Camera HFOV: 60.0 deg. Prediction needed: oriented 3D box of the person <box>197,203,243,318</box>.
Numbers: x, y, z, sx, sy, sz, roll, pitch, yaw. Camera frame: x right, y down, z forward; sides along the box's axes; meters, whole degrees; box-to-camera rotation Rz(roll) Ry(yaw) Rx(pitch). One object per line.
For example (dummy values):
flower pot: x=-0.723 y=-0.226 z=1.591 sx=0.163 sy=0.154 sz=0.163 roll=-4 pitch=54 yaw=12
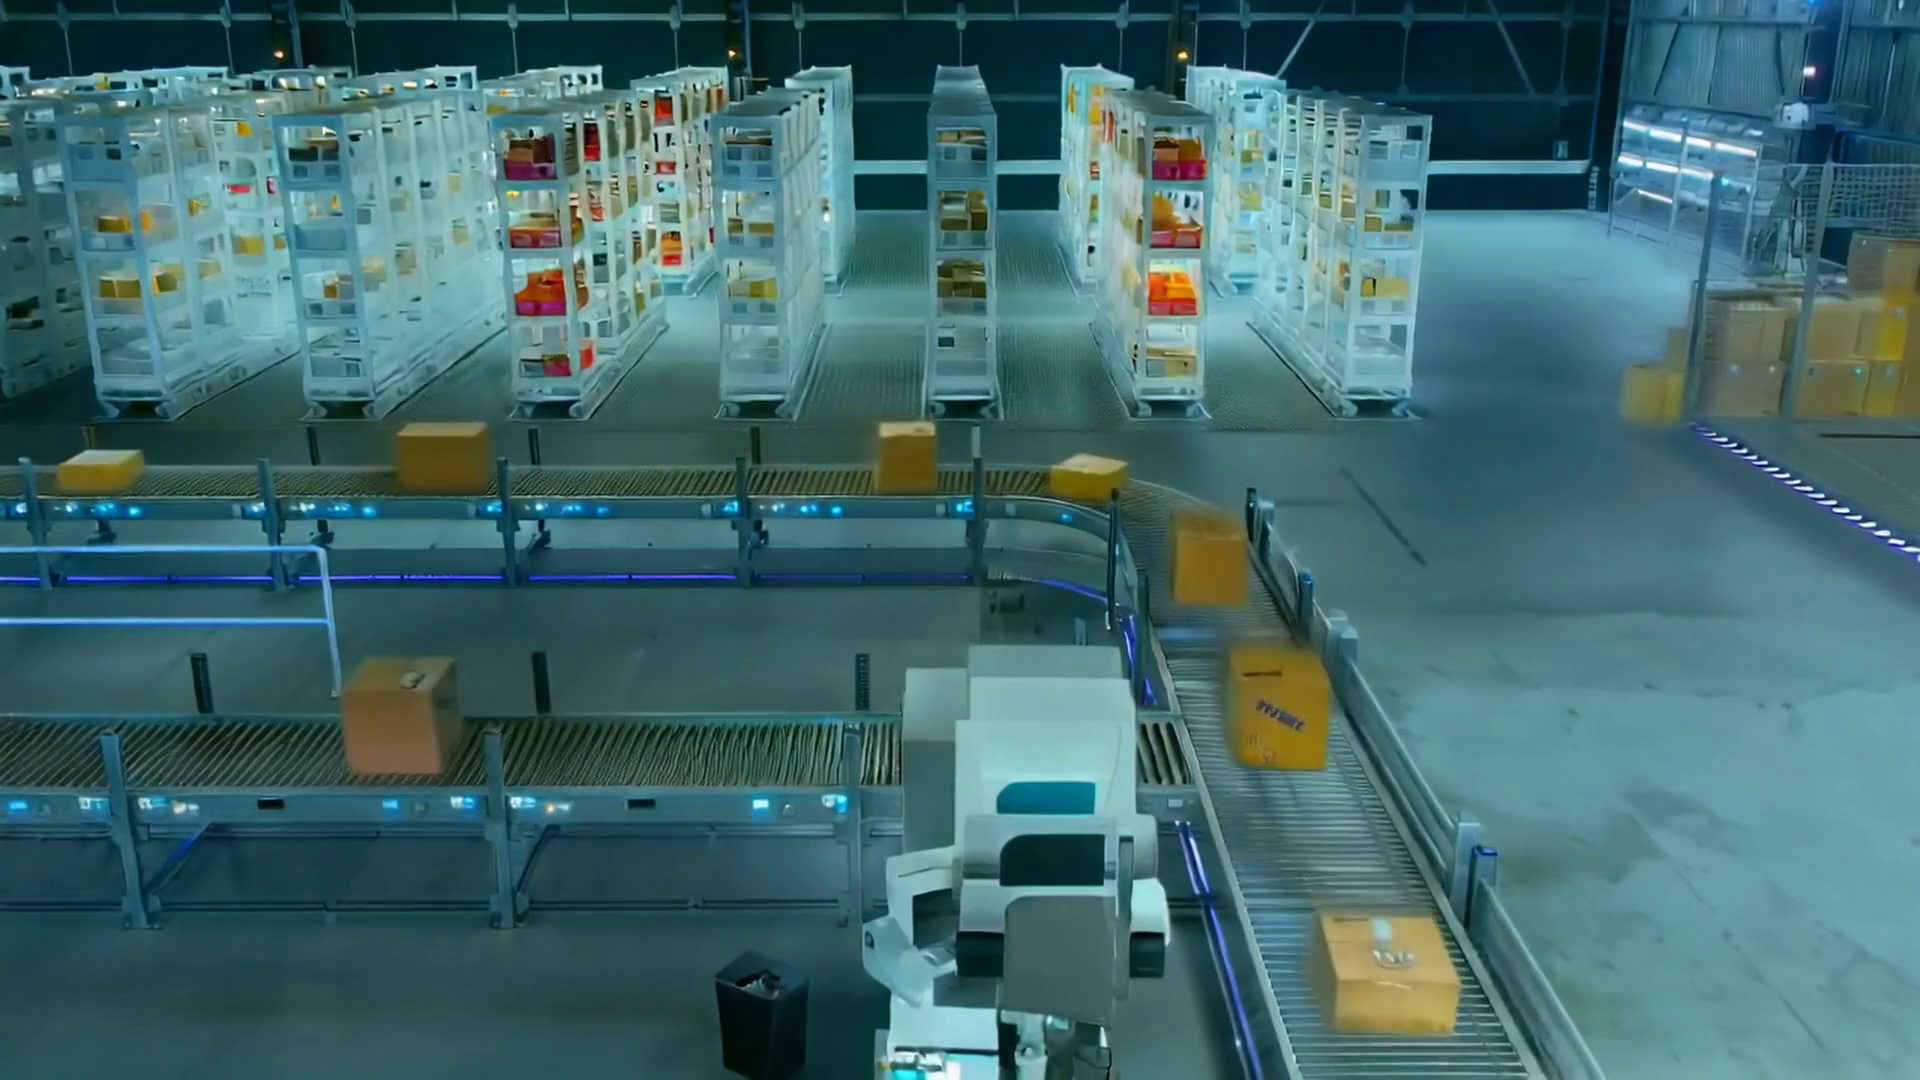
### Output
person: x=-11.294 y=-4.193 z=25.450 sx=0.620 sy=1.918 sz=0.491 roll=-8 pitch=20 yaw=-23

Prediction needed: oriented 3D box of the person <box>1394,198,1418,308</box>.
person: x=7.048 y=-4.614 z=26.910 sx=0.879 sy=1.808 sz=0.601 roll=-3 pitch=18 yaw=-9
